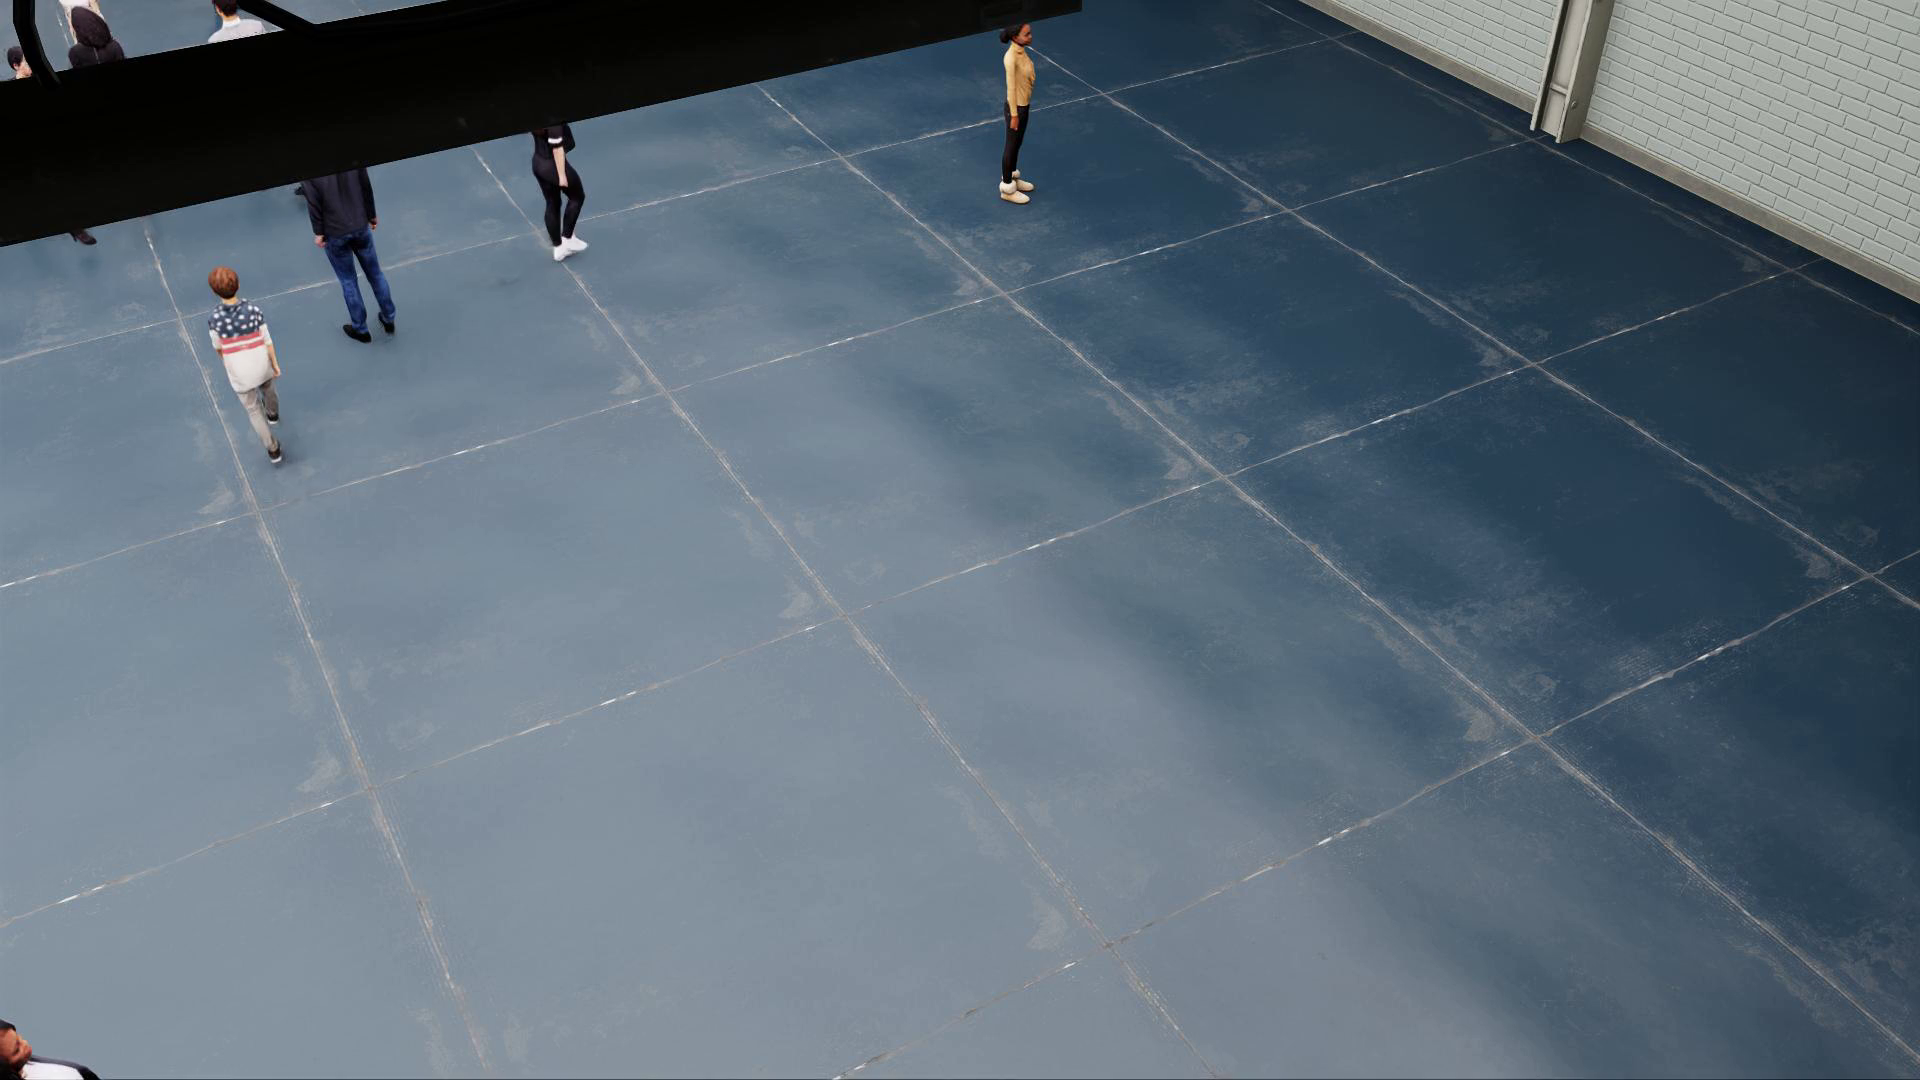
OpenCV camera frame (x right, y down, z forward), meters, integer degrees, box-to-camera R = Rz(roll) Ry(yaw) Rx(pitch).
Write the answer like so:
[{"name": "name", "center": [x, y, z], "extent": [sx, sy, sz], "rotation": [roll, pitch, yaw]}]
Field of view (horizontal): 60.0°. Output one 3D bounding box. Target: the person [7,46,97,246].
[{"name": "person", "center": [-7.759, -3.316, 14.011], "extent": [1.035, 1.738, 0.975], "rotation": [10, 39, 12]}]

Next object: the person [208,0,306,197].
[{"name": "person", "center": [-6.140, -3.877, 14.597], "extent": [1.350, 1.900, 1.022], "rotation": [28, 46, 31]}]

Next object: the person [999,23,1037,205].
[{"name": "person", "center": [0.498, -3.827, 14.728], "extent": [0.757, 1.660, 0.690], "rotation": [8, 39, 10]}]

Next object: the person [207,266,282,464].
[{"name": "person", "center": [-4.940, -1.184, 11.567], "extent": [0.534, 1.392, 0.937], "rotation": [-21, 43, -25]}]

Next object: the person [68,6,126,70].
[{"name": "person", "center": [-7.335, -3.697, 14.455], "extent": [0.618, 1.793, 0.617], "rotation": [-17, 41, -20]}]

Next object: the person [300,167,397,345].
[{"name": "person", "center": [-4.699, -2.397, 12.713], "extent": [0.730, 1.892, 0.654], "rotation": [-31, 47, -33]}]

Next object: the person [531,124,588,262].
[{"name": "person", "center": [-3.438, -3.063, 13.776], "extent": [0.614, 1.629, 0.739], "rotation": [31, 47, 33]}]
